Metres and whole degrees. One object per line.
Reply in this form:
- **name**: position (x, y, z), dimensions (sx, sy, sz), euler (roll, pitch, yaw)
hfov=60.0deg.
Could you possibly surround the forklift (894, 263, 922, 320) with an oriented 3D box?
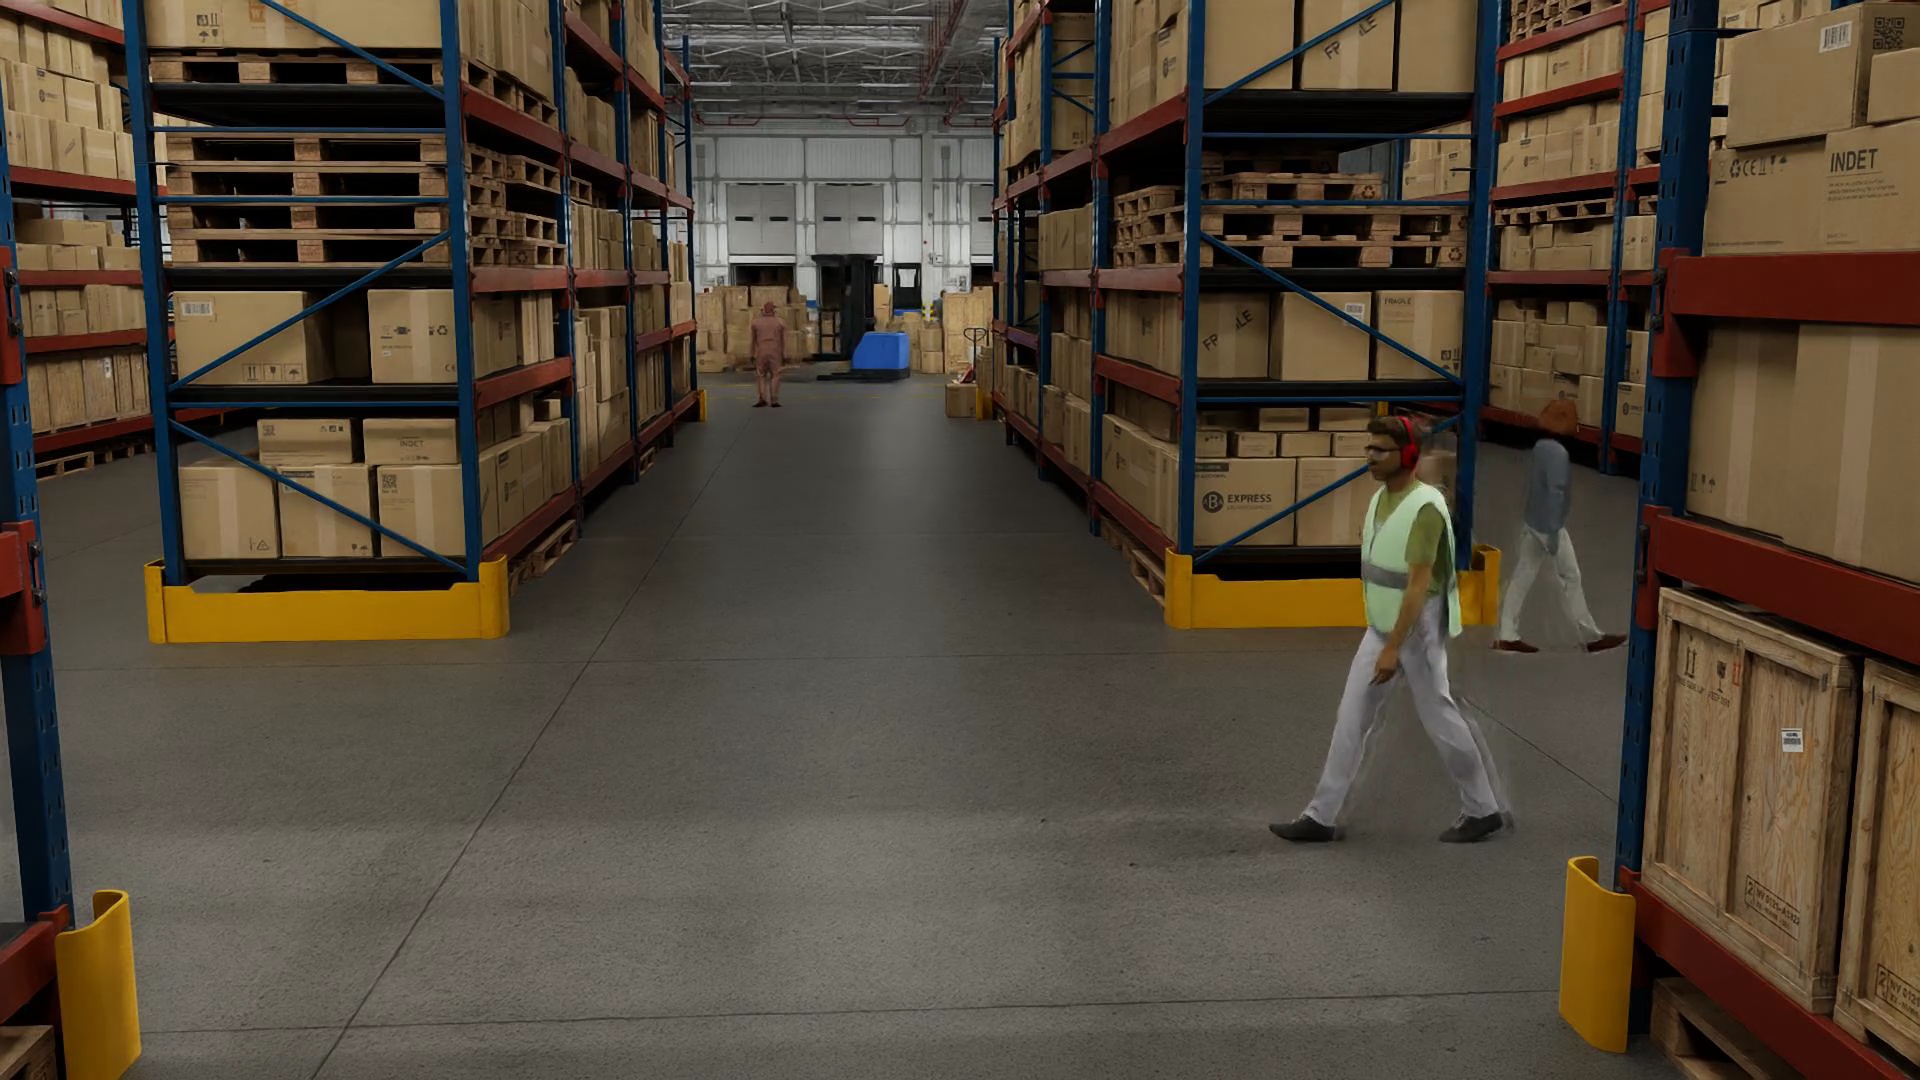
- **forklift**: position (-1.980, -9.006, 62.380), dimensions (1.129, 2.768, 1.873), euler (-1, 9, -4)

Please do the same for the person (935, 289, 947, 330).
- **person**: position (-0.578, -7.245, 54.416), dimensions (0.695, 1.902, 0.595), euler (7, 12, 38)

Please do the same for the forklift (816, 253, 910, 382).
- **forklift**: position (-2.118, -4.912, 36.671), dimensions (1.873, 2.768, 1.129), euler (2, 9, 13)

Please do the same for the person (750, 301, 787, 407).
- **person**: position (-3.416, -3.305, 29.693), dimensions (0.674, 1.895, 0.472), euler (1, 9, 4)

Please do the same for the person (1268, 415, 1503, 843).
- **person**: position (1.817, 0.384, 6.833), dimensions (0.994, 1.797, 0.588), euler (-2, 9, -14)

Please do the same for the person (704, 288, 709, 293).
- **person**: position (-9.706, -8.786, 64.108), dimensions (0.356, 1.886, 0.573), euler (0, 9, 3)

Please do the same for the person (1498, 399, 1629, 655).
- **person**: position (3.733, -0.069, 10.247), dimensions (0.801, 1.592, 0.523), euler (0, 9, 1)

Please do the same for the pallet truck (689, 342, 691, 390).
- **pallet truck**: position (-5.225, -3.008, 27.480), dimensions (1.885, 1.965, 0.823), euler (2, 9, 14)
